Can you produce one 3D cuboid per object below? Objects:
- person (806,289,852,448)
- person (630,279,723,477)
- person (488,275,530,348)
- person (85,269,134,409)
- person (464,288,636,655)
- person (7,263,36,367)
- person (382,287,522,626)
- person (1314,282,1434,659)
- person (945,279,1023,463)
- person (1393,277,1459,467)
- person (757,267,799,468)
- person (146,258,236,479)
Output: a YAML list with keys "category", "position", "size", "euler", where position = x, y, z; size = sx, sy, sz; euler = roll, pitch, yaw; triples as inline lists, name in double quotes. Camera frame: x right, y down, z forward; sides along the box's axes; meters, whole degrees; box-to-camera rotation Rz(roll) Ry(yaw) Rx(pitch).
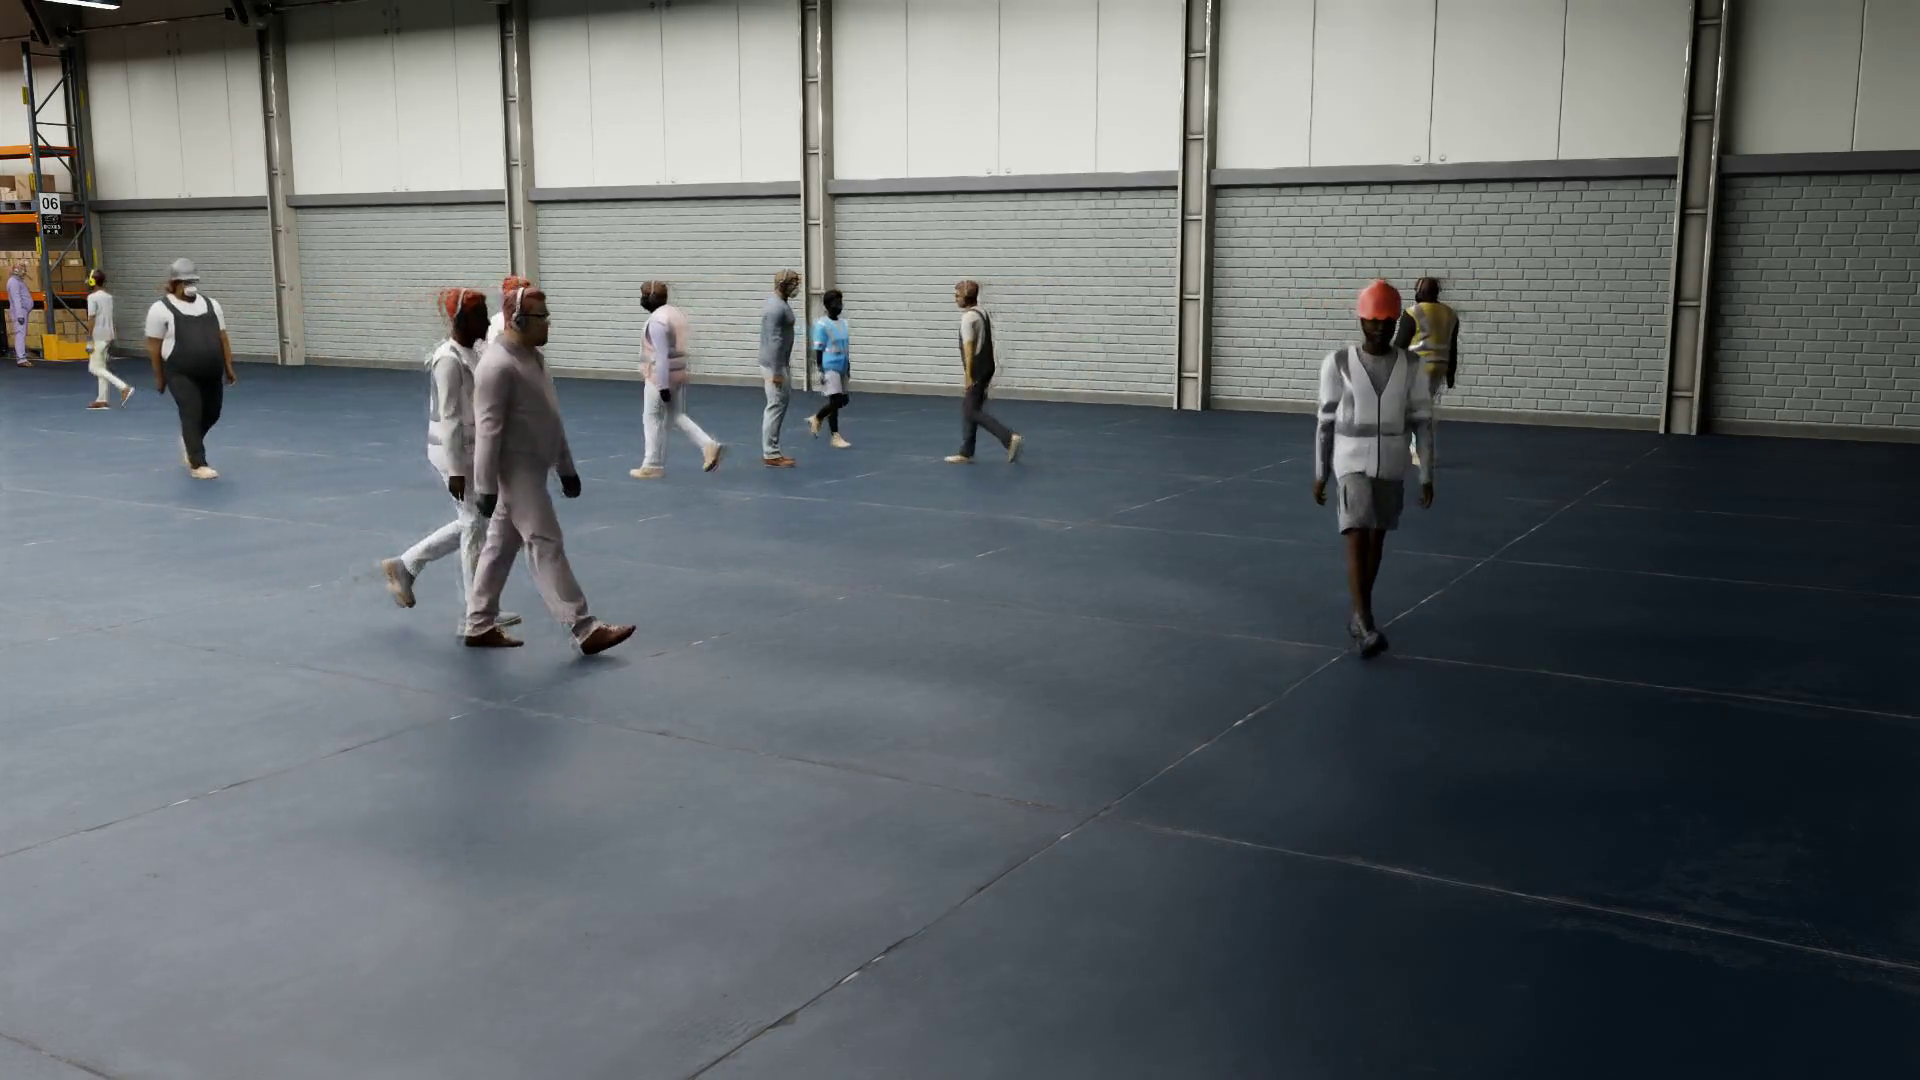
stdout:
- category: "person"
  position: [-1.405, -1.815, 17.608]
  size: [0.586, 1.674, 0.547]
  euler: [6, 11, 31]
- category: "person"
  position: [-2.618, -1.464, 15.165]
  size: [0.773, 1.820, 0.626]
  euler: [2, 10, 9]
- category: "person"
  position: [-3.536, -1.141, 13.122]
  size: [0.389, 1.875, 0.590]
  euler: [-6, 11, -30]
- category: "person"
  position: [-11.296, -2.640, 21.931]
  size: [0.628, 1.854, 0.542]
  euler: [0, 10, 0]
- category: "person"
  position: [-2.136, -0.337, 8.461]
  size: [0.982, 1.857, 0.662]
  euler: [0, 10, 0]
- category: "person"
  position: [-17.161, -4.112, 30.425]
  size: [0.406, 1.902, 0.636]
  euler: [-5, 11, -26]
- category: "person"
  position: [-2.801, -0.440, 9.054]
  size: [0.685, 1.865, 0.586]
  euler: [0, 10, -2]
- category: "person"
  position: [2.127, -0.358, 8.483]
  size: [0.569, 1.882, 0.976]
  euler: [0, 10, 1]
- category: "person"
  position: [0.241, -1.603, 16.021]
  size: [0.775, 1.814, 0.551]
  euler: [3, 10, 19]
- category: "person"
  position: [4.447, -1.640, 16.202]
  size: [0.650, 1.813, 0.784]
  euler: [-5, 11, -27]
- category: "person"
  position: [-1.728, -1.638, 15.899]
  size: [0.406, 1.921, 0.631]
  euler: [0, 10, -1]
- category: "person"
  position: [-7.118, -1.605, 15.339]
  size: [0.856, 2.000, 0.678]
  euler: [7, 12, 35]
